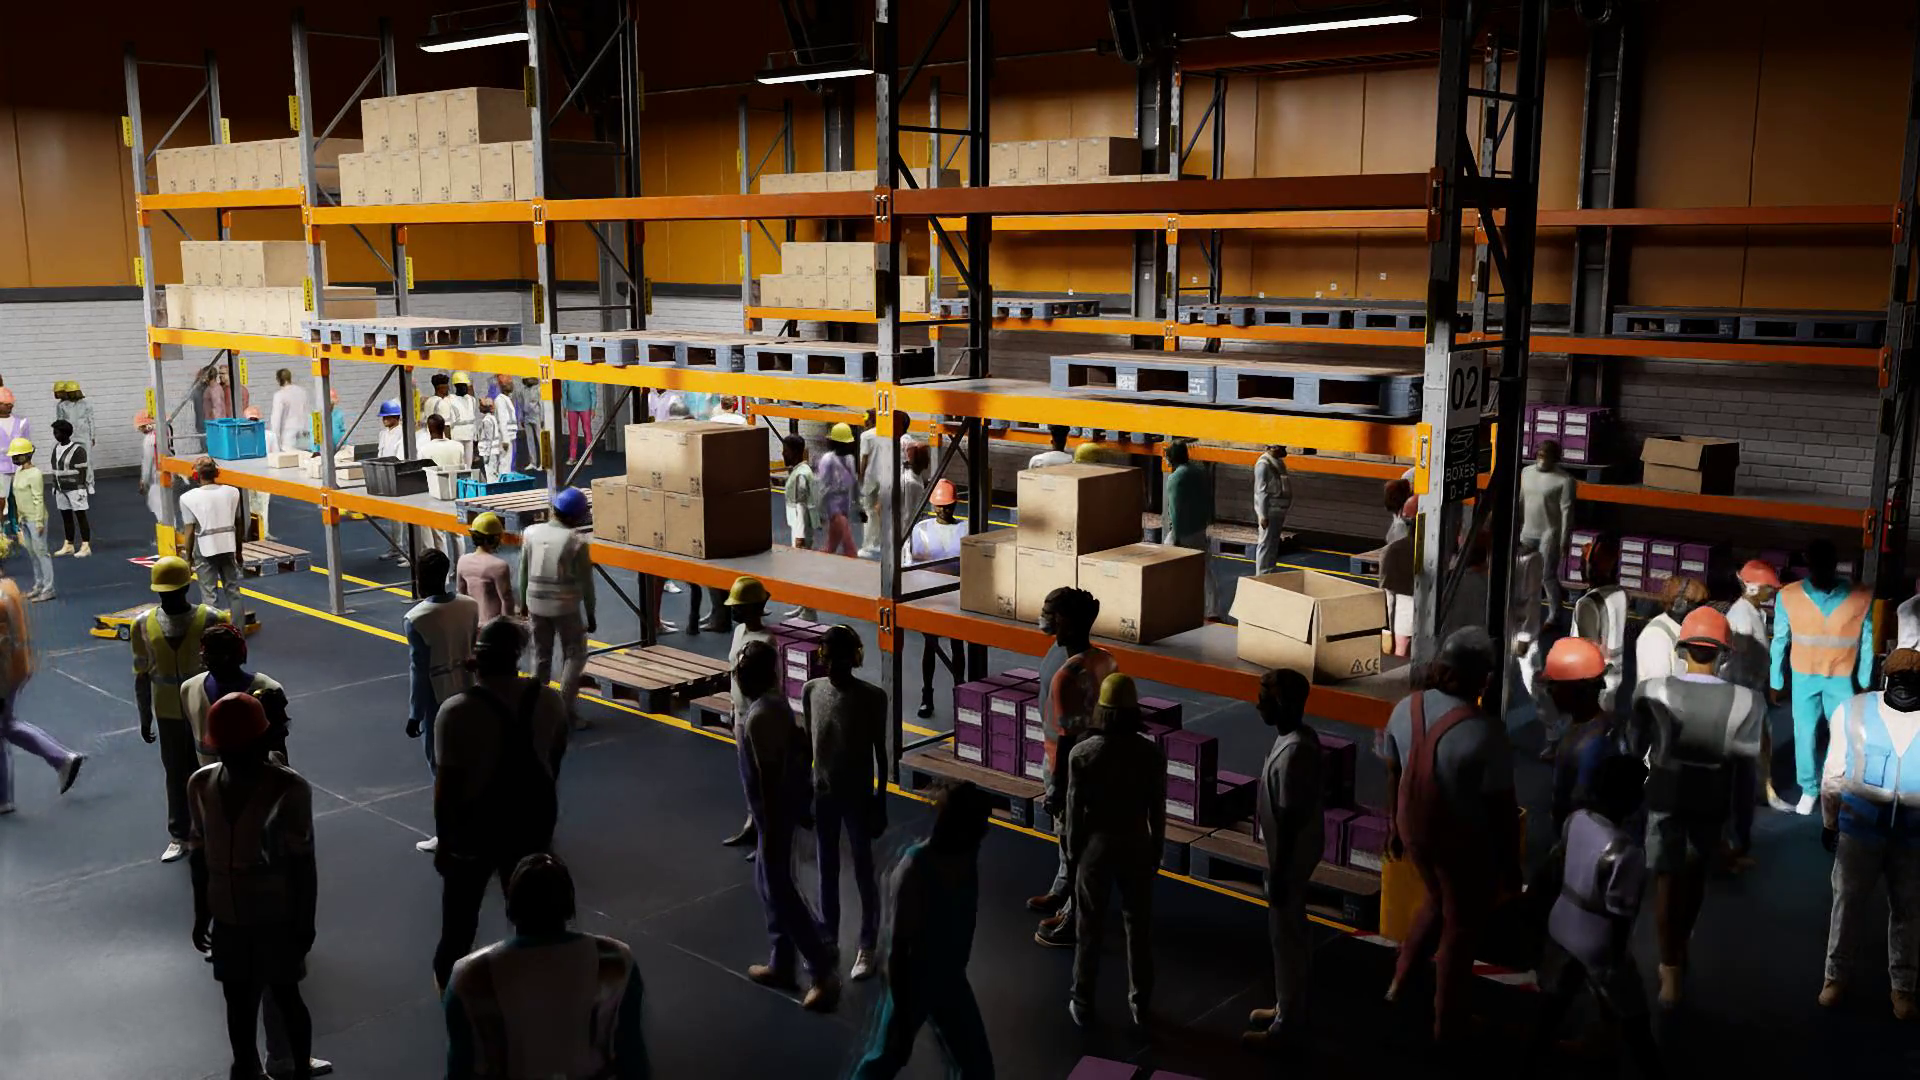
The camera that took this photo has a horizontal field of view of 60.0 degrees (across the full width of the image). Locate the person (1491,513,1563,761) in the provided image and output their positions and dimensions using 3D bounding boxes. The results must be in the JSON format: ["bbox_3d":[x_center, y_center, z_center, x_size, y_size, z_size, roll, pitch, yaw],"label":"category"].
[{"bbox_3d":[4.181,0.681,12.338,0.534,1.870,0.787,-4,11,-19],"label":"person"}]

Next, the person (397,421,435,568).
[{"bbox_3d":[-6.361,-0.587,19.387,0.410,1.909,0.643,-8,13,-39],"label":"person"}]

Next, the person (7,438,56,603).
[{"bbox_3d":[-9.902,-0.214,17.708,0.524,1.761,0.338,8,13,40],"label":"person"}]

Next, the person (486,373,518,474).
[{"bbox_3d":[-7.497,-2.017,27.093,0.569,2.000,0.699,-5,11,-27],"label":"person"}]

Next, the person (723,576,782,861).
[{"bbox_3d":[-1.289,1.093,10.287,0.312,1.767,0.533,-6,12,-32],"label":"person"}]

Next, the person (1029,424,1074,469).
[{"bbox_3d":[1.019,-0.276,17.505,0.601,1.957,0.374,1,10,6],"label":"person"}]

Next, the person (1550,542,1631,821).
[{"bbox_3d":[4.115,0.939,10.821,0.586,1.883,0.342,-10,14,-44],"label":"person"}]

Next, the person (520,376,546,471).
[{"bbox_3d":[-7.228,-2.036,28.082,0.490,1.732,0.324,5,11,24],"label":"person"}]

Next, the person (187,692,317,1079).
[{"bbox_3d":[-3.019,1.578,7.098,0.549,1.929,0.381,1,10,7],"label":"person"}]

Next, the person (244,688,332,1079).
[{"bbox_3d":[-3.075,1.564,7.370,0.333,1.860,0.510,1,10,7],"label":"person"}]

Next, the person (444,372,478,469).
[{"bbox_3d":[-7.370,-1.526,24.631,0.359,1.930,0.587,6,11,28],"label":"person"}]

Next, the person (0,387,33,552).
[{"bbox_3d":[-11.808,-0.878,20.651,0.382,2.040,0.616,8,13,38],"label":"person"}]

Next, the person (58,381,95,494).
[{"bbox_3d":[-13.444,-1.557,25.335,0.490,1.743,0.324,-3,11,-18],"label":"person"}]

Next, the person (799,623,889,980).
[{"bbox_3d":[-0.607,1.341,8.623,0.511,1.863,0.327,4,11,22],"label":"person"}]

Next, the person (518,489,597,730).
[{"bbox_3d":[-3.163,0.546,13.027,0.708,1.900,0.426,4,11,20],"label":"person"}]

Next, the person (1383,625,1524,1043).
[{"bbox_3d":[2.365,1.385,7.861,0.537,2.000,0.701,-5,11,-25],"label":"person"}]

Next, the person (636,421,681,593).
[{"bbox_3d":[-3.269,-0.336,17.973,0.402,1.906,0.652,10,14,44],"label":"person"}]

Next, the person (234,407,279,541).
[{"bbox_3d":[-9.057,-0.839,21.389,0.583,1.713,0.622,-1,10,-8],"label":"person"}]

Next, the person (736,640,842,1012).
[{"bbox_3d":[-0.861,1.415,8.378,0.603,1.803,0.600,0,10,2],"label":"person"}]

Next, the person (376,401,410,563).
[{"bbox_3d":[-6.736,-0.694,19.877,0.617,1.946,0.393,7,12,33],"label":"person"}]

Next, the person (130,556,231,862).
[{"bbox_3d":[-4.748,1.035,10.202,0.581,1.919,0.395,-2,10,-11],"label":"person"}]

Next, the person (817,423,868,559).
[{"bbox_3d":[-1.211,-0.329,17.995,0.932,1.869,0.594,4,11,22],"label":"person"}]

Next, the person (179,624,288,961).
[{"bbox_3d":[-3.803,1.324,8.798,0.561,1.836,0.393,1,10,6],"label":"person"}]

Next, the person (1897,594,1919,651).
[{"bbox_3d":[6.560,0.933,11.232,0.573,1.746,0.346,-4,11,-24],"label":"person"}]

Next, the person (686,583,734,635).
[{"bbox_3d":[-2.470,-0.034,16.236,0.602,1.927,0.444,-8,13,-37],"label":"person"}]

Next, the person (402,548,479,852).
[{"bbox_3d":[-3.204,1.001,10.378,0.373,1.917,0.595,4,11,24],"label":"person"}]

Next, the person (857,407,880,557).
[{"bbox_3d":[-1.118,-0.724,20.324,0.366,1.859,0.549,4,11,24],"label":"person"}]

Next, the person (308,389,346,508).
[{"bbox_3d":[-9.118,-1.327,24.050,0.380,1.740,0.570,6,12,29],"label":"person"}]

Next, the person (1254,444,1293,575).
[{"bbox_3d":[3.406,-0.322,18.085,0.404,1.836,0.600,5,11,28],"label":"person"}]

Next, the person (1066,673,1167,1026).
[{"bbox_3d":[0.752,1.500,8.090,0.486,1.735,0.338,-1,10,-4],"label":"person"}]

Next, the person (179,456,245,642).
[{"bbox_3d":[-6.916,0.143,15.440,0.387,1.841,0.565,8,13,37],"label":"person"}]

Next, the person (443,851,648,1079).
[{"bbox_3d":[-1.334,1.929,5.406,0.640,1.830,0.546,-3,11,-18],"label":"person"}]

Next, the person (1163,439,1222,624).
[{"bbox_3d":[2.220,-0.073,16.592,1.005,1.879,0.628,9,13,40],"label":"person"}]

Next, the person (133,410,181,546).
[{"bbox_3d":[-10.165,-0.778,20.988,0.391,1.721,0.583,-2,10,-10],"label":"person"}]

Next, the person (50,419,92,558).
[{"bbox_3d":[-10.826,-0.626,20.215,0.531,1.692,0.320,4,11,21],"label":"person"}]
